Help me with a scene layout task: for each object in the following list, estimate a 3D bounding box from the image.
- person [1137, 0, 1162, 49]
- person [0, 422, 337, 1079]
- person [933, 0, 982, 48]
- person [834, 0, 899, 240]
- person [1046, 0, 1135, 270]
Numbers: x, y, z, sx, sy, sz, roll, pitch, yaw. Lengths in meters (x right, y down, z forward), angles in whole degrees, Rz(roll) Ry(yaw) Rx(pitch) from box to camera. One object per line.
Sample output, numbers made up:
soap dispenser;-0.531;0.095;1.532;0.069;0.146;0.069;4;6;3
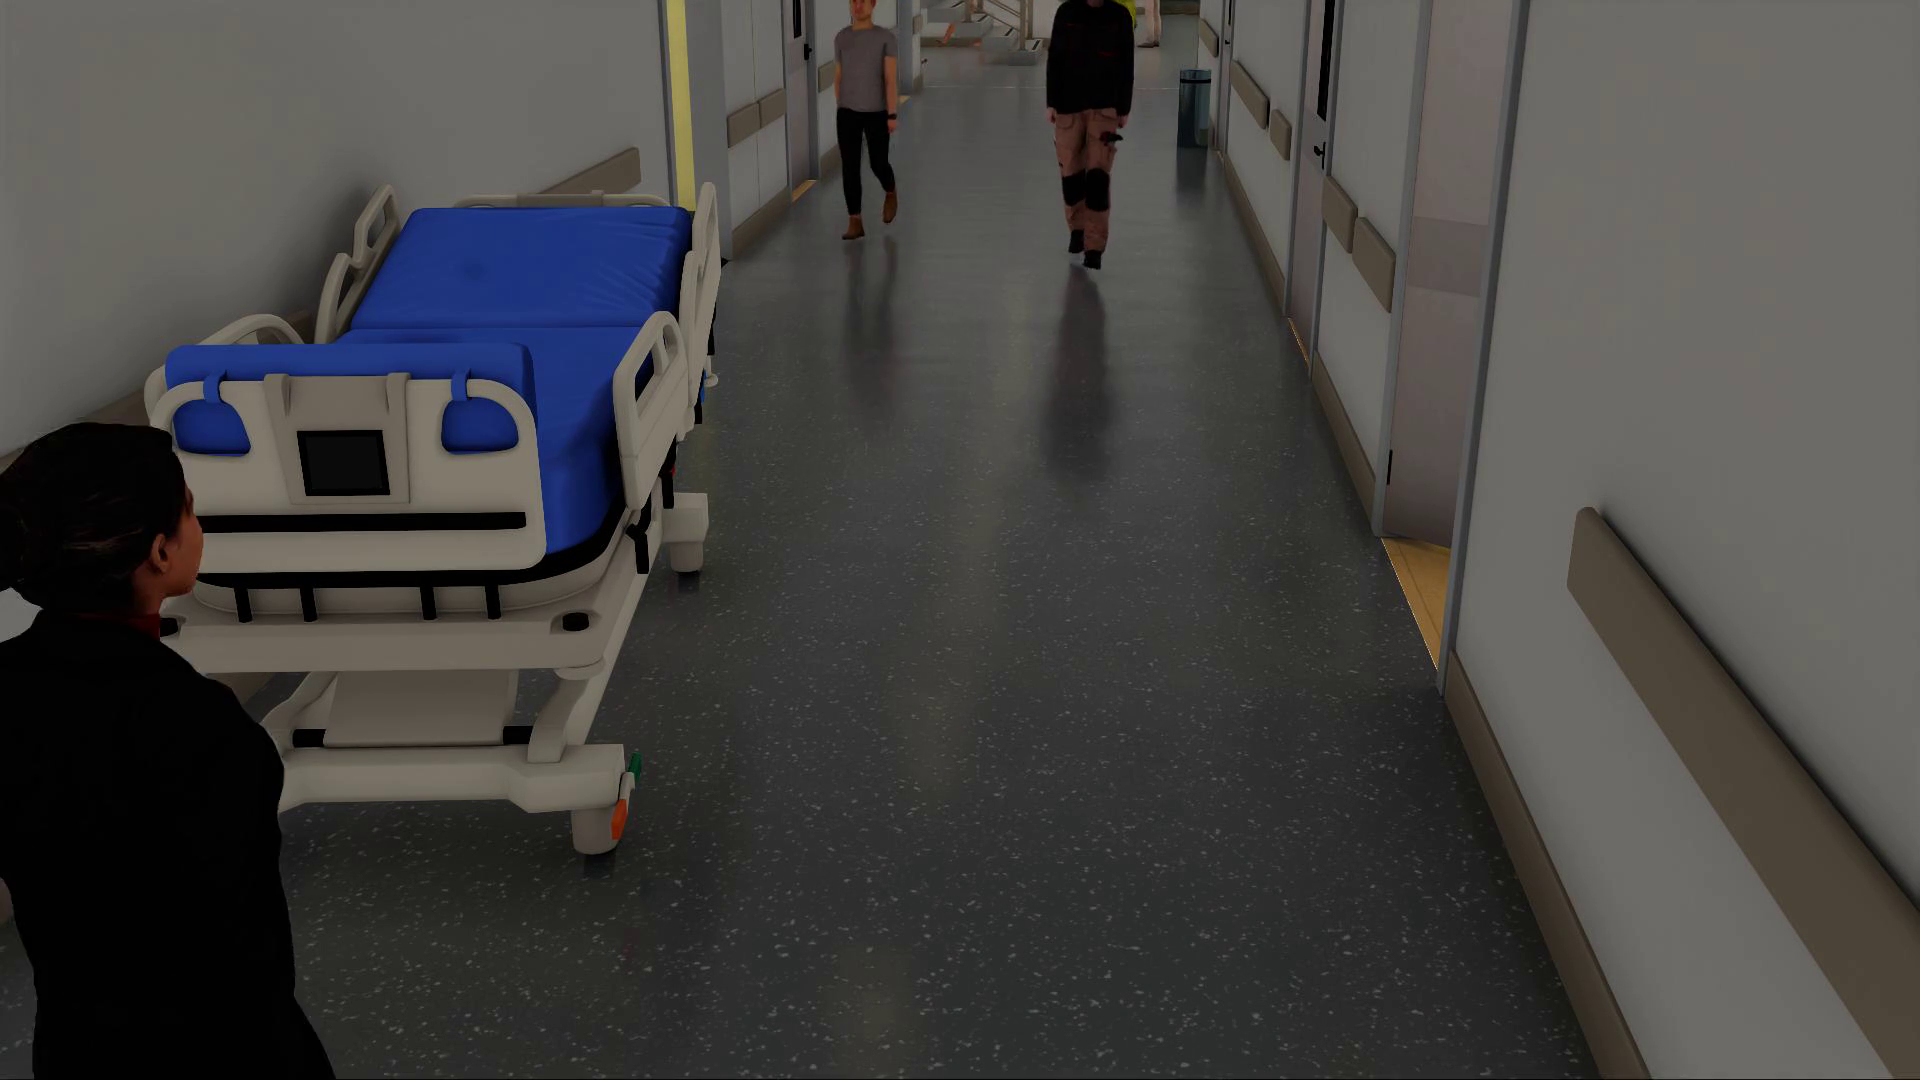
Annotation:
person;3.192;-9.153;27.617;0.738;1.847;0.734;15;25;34
person;-0.972;0.687;1.949;0.660;1.627;0.703;6;21;15
person;0.174;-8.858;27.076;1.088;1.679;0.601;1;21;3
person;-0.631;-2.946;11.437;0.986;1.699;0.789;6;22;15
person;0.796;-2.682;10.485;1.181;1.880;0.798;3;21;8
